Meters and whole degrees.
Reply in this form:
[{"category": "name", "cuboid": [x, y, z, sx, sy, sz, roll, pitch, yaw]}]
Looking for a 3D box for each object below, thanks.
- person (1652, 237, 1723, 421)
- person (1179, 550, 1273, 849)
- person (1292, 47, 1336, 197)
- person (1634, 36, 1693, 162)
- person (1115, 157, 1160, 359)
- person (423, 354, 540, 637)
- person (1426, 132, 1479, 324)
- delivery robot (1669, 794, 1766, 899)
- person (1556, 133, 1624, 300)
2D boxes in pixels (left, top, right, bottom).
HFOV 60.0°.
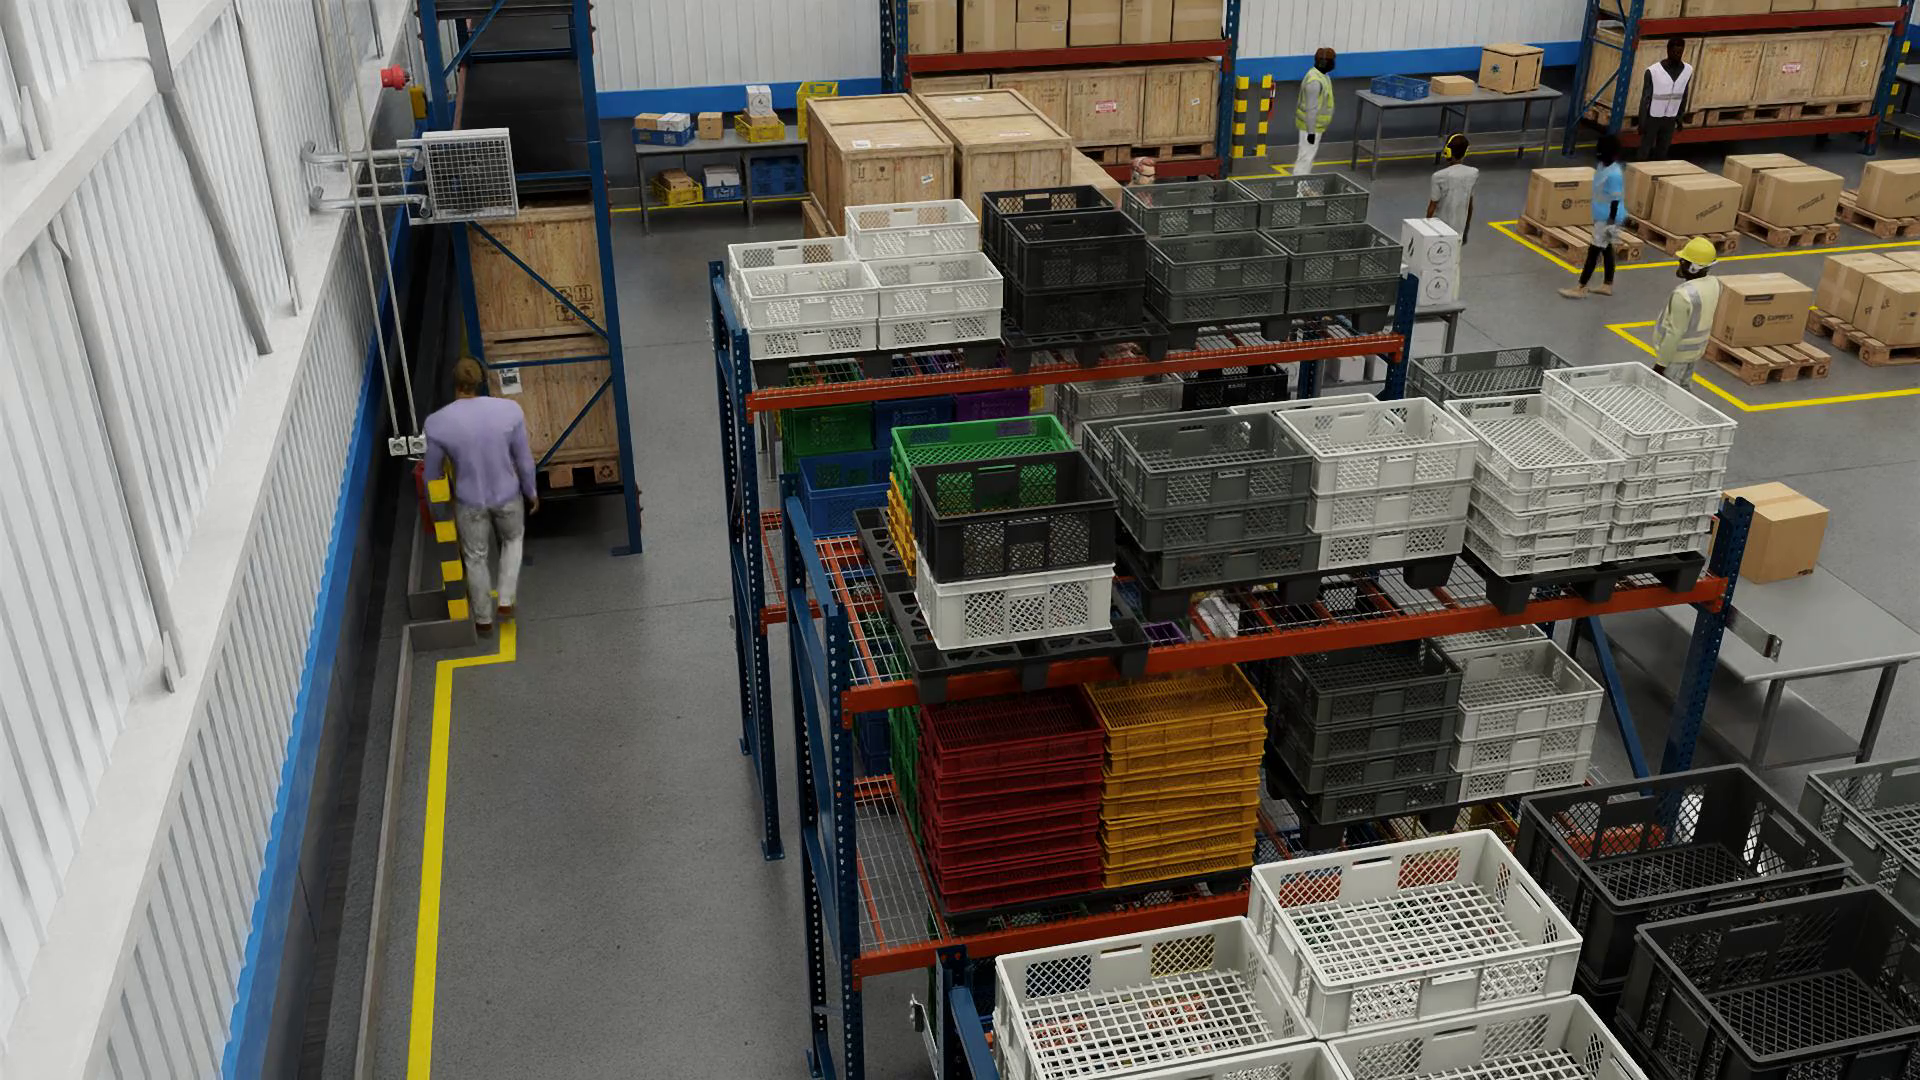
[{"category": "person", "cuboid": [5.706, -1.514, 13.222, 0.599, 1.836, 0.404, -23, 35, -36]}, {"category": "person", "cuboid": [1.414, 0.830, 8.736, 0.375, 1.875, 0.703, 24, 36, 37]}, {"category": "person", "cuboid": [4.184, -4.884, 19.638, 0.431, 1.832, 0.640, 11, 30, 19]}, {"category": "person", "cuboid": [8.345, -5.034, 19.831, 0.585, 1.910, 0.391, -5, 28, -10]}, {"category": "person", "cuboid": [1.598, -2.523, 15.068, 0.401, 1.904, 0.640, 5, 28, 10]}, {"category": "person", "cuboid": [-3.104, -0.276, 10.784, 0.721, 1.918, 0.447, -10, 29, -17]}, {"category": "person", "cuboid": [4.671, -2.967, 15.961, 0.502, 1.861, 0.328, -6, 28, -12]}, {"category": "delivery robot", "cuboid": [3.907, 1.606, 8.570, 0.477, 0.478, 0.707, 6, 28, 11]}, {"category": "person", "cuboid": [6.388, -3.233, 16.677, 0.654, 1.663, 0.554, 4, 28, 7]}]
